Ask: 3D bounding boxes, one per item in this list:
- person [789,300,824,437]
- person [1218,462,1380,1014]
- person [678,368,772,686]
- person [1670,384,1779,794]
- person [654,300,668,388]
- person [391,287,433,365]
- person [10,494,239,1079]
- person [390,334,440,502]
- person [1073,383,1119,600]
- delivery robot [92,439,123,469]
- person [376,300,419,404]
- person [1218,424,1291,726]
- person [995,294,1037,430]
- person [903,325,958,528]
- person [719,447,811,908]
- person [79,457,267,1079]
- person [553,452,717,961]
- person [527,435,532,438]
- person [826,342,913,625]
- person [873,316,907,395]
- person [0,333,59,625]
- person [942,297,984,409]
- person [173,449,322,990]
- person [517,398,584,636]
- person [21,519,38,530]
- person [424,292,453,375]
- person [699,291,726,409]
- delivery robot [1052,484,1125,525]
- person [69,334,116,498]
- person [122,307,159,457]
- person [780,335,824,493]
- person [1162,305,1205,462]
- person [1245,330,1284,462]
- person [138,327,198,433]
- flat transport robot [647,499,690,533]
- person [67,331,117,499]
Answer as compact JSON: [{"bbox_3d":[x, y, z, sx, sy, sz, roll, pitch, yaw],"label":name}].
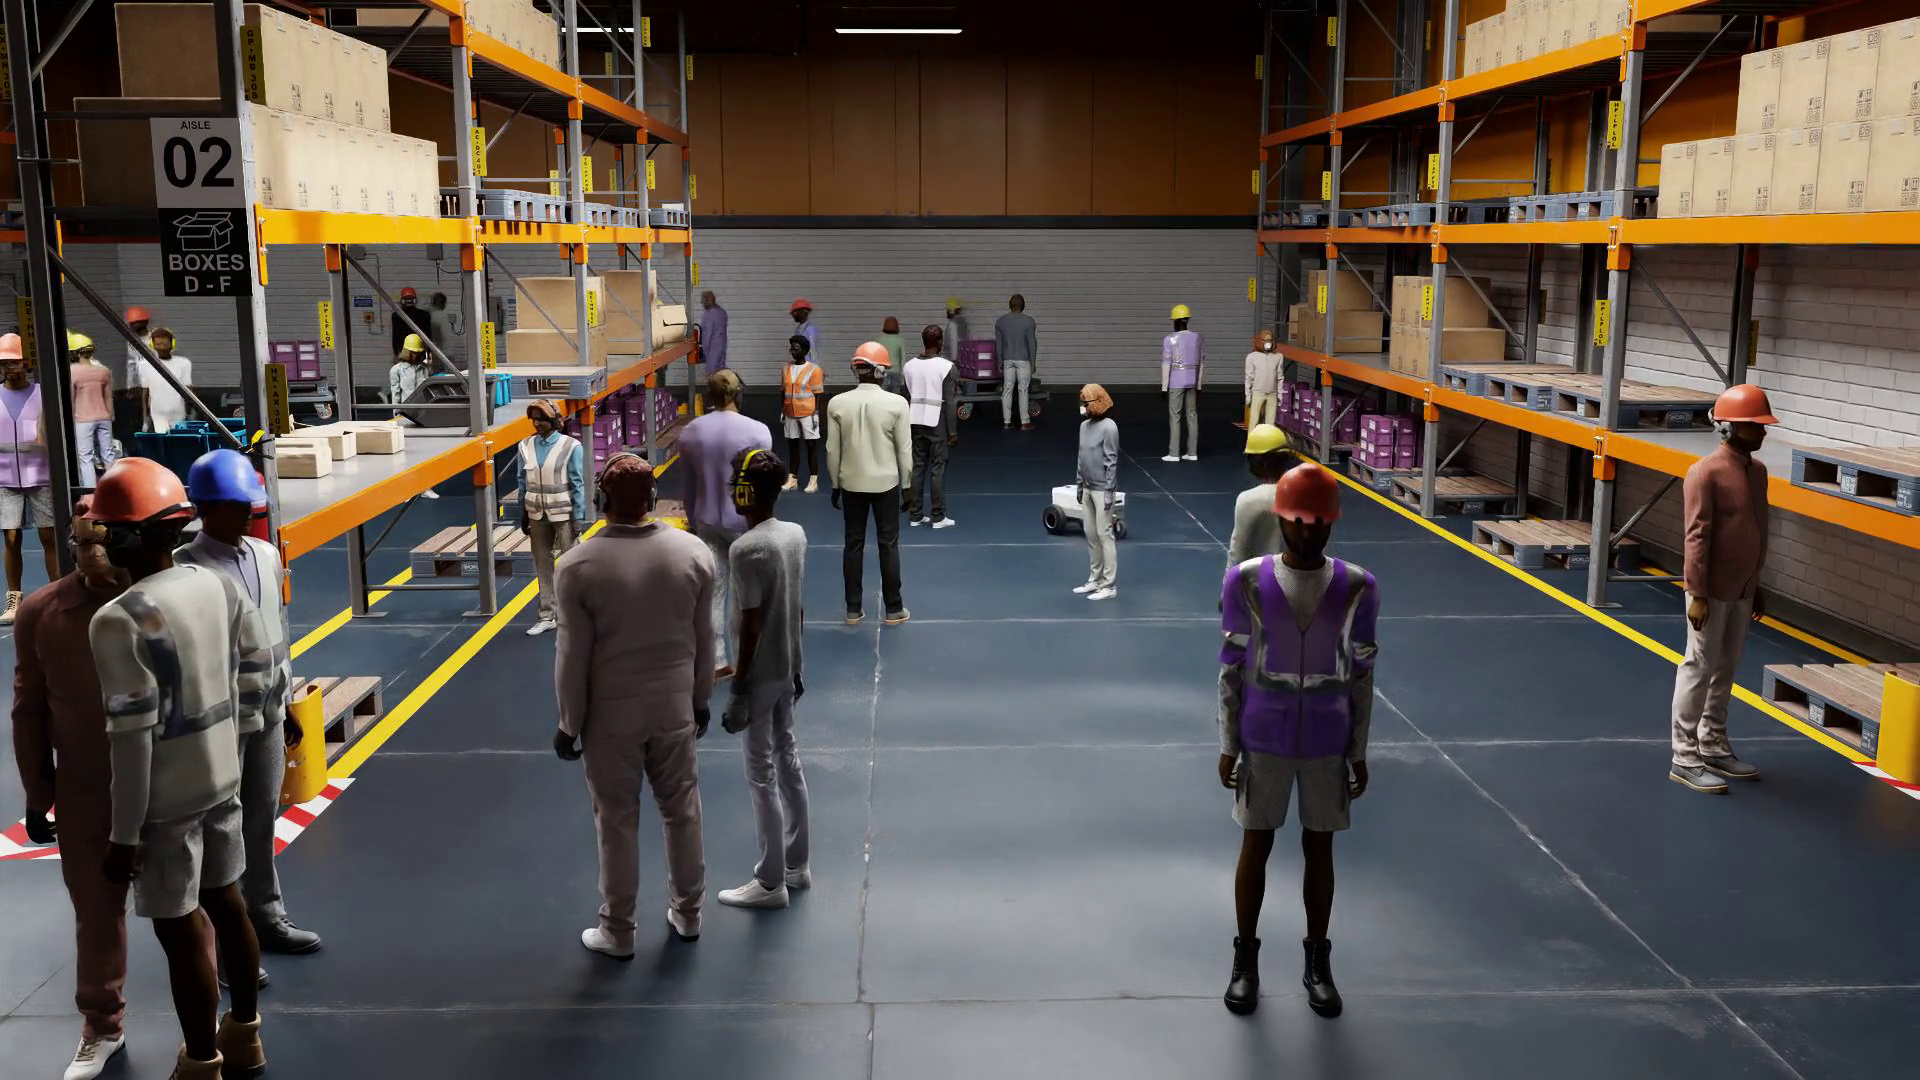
[{"bbox_3d":[-2.111,-2.349,22.883,0.415,1.881,0.654,-3,11,-17],"label":"person"},{"bbox_3d":[1.167,0.691,5.783,0.544,1.939,0.353,1,10,5],"label":"person"},{"bbox_3d":[-1.378,-0.098,10.229,0.657,1.919,0.729,3,11,19],"label":"person"},{"bbox_3d":[3.765,0.231,8.186,0.611,1.995,0.375,-8,13,-37],"label":"person"},{"bbox_3d":[-4.571,-2.708,25.063,0.432,1.816,0.616,3,11,18],"label":"person"},{"bbox_3d":[-8.426,-2.893,25.595,0.616,1.990,0.393,-7,12,-34],"label":"person"},{"bbox_3d":[-2.659,0.790,5.325,0.654,1.904,0.406,-3,11,-15],"label":"person"},{"bbox_3d":[-5.645,-1.269,17.271,0.309,1.735,0.484,10,14,43],"label":"person"},{"bbox_3d":[1.025,-0.369,12.563,0.294,1.622,0.512,-5,11,-24],"label":"person"},{"bbox_3d":[-9.929,-1.066,19.166,0.477,0.478,0.707,-9,13,-41],"label":"delivery robot"},{"bbox_3d":[-9.004,-3.073,26.896,0.884,1.896,0.600,-2,10,-13],"label":"person"},{"bbox_3d":[1.691,0.257,8.770,0.521,1.730,0.816,-10,14,-43],"label":"person"},{"bbox_3d":[0.810,-2.542,23.796,0.628,1.940,0.373,5,11,24],"label":"person"},{"bbox_3d":[-0.285,-1.062,15.645,0.582,1.911,0.392,8,13,37],"label":"person"},{"bbox_3d":[-0.800,0.558,6.719,0.313,1.869,0.539,4,11,22],"label":"person"},{"bbox_3d":[-2.418,0.764,5.082,0.389,2.045,0.606,2,10,9],"label":"person"},{"bbox_3d":[-1.228,0.621,6.258,0.640,1.910,0.407,-7,12,-34],"label":"person"},{"bbox_3d":[-5.418,-2.048,21.343,0.626,1.836,0.428,-6,12,-31],"label":"person"},{"bbox_3d":[-0.626,-0.389,11.665,0.612,1.986,0.401,2,10,12],"label":"person"},{"bbox_3d":[-1.025,-2.446,24.193,0.501,1.606,0.730,0,10,1],"label":"person"},{"bbox_3d":[-6.574,-0.423,11.684,0.608,2.048,0.370,-3,11,-18],"label":"person"},{"bbox_3d":[-0.027,-2.994,26.690,0.865,1.802,0.600,4,11,21],"label":"person"},{"bbox_3d":[-2.640,0.637,6.056,0.384,1.949,0.605,3,11,14],"label":"person"},{"bbox_3d":[-2.769,-0.145,11.296,0.511,1.634,0.311,3,11,18],"label":"person"},{"bbox_3d":[-9.068,-0.986,15.270,0.873,1.905,0.546,-9,14,-41],"label":"person"},{"bbox_3d":[-8.362,-2.996,26.506,0.650,1.871,1.091,10,14,43],"label":"person"},{"bbox_3d":[-3.981,-3.063,26.883,0.415,1.890,0.714,3,10,14],"label":"person"},{"bbox_3d":[1.173,-0.354,15.180,0.477,0.478,0.707,-8,14,-38],"label":"delivery robot"},{"bbox_3d":[-8.792,-1.191,16.781,0.350,1.758,0.521,5,11,26],"label":"person"},{"bbox_3d":[-10.118,-1.965,20.750,0.556,1.873,1.010,5,11,25],"label":"person"},{"bbox_3d":[-1.708,-1.348,17.814,0.530,1.697,0.321,6,12,29],"label":"person"},{"bbox_3d":[2.704,-1.907,20.326,0.592,1.919,0.398,-5,11,-25],"label":"person"},{"bbox_3d":[3.697,-1.741,20.212,0.499,1.626,0.281,-3,10,-14],"label":"person"},{"bbox_3d":[-8.056,-1.261,16.960,0.533,1.845,0.765,-5,11,-26],"label":"person"},{"bbox_3d":[-2.595,-0.185,15.306,0.652,0.197,1.431,0,10,-2],"label":"flat transport robot"},{"bbox_3d":[-8.953,-1.256,17.054,0.758,1.791,0.439,-1,10,-4],"label":"person"}]
